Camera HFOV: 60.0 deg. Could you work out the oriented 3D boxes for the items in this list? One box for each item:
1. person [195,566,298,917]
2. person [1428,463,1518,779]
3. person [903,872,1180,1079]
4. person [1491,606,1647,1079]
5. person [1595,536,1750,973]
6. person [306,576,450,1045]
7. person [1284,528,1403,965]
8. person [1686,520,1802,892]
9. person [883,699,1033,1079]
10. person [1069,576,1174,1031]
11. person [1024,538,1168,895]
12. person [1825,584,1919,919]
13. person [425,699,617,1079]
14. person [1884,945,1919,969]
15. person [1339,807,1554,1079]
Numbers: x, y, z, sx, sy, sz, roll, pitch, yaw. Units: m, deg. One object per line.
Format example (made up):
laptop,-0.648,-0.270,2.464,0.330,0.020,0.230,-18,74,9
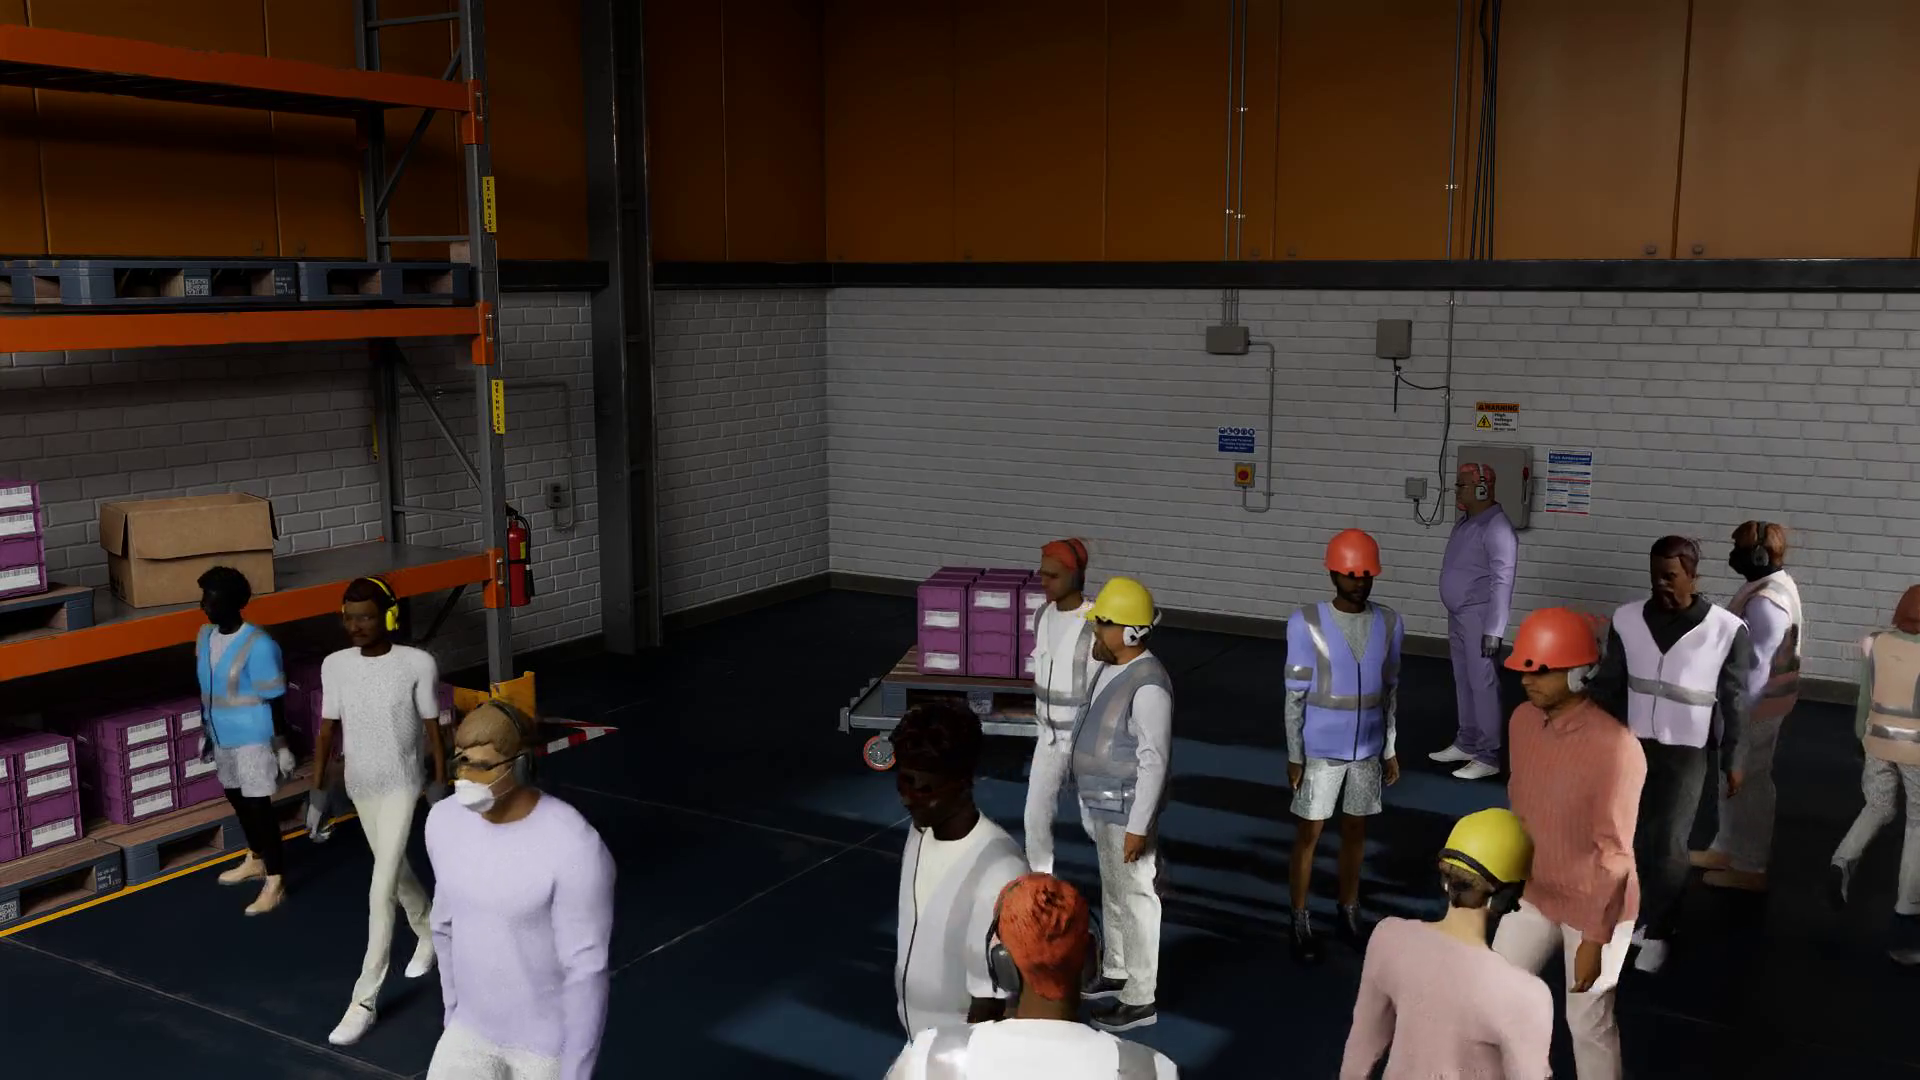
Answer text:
person,-3.425,0.938,8.016,0.619,1.680,0.471,6,11,32
person,3.085,0.481,10.037,0.401,1.906,0.649,-1,9,-4
person,0.140,1.596,3.281,0.585,1.852,0.919,1,9,4
person,1.946,1.187,5.436,0.571,1.969,0.654,-4,10,-23
person,3.058,0.926,7.305,0.762,1.890,0.619,-8,12,-41
person,-2.394,1.037,6.860,0.543,1.822,0.997,2,9,11
person,1.688,0.907,7.319,0.550,1.936,0.405,-2,9,-13
person,3.878,0.811,8.197,0.440,1.842,0.626,4,10,24
person,-0.051,1.371,4.406,0.567,1.934,0.605,-5,11,-30
person,0.643,1.049,6.711,0.403,1.837,0.588,-2,9,-11
person,0.578,0.894,7.623,0.857,1.859,0.567,-7,12,-38
person,4.369,0.990,7.728,0.557,1.609,0.523,-5,10,-26
person,-1.237,1.374,4.416,0.661,1.917,0.701,5,10,27
person,4.555,1.050,7.065,0.917,1.719,0.533,4,10,24
person,1.218,1.514,4.129,0.403,1.742,0.535,-6,11,-31
